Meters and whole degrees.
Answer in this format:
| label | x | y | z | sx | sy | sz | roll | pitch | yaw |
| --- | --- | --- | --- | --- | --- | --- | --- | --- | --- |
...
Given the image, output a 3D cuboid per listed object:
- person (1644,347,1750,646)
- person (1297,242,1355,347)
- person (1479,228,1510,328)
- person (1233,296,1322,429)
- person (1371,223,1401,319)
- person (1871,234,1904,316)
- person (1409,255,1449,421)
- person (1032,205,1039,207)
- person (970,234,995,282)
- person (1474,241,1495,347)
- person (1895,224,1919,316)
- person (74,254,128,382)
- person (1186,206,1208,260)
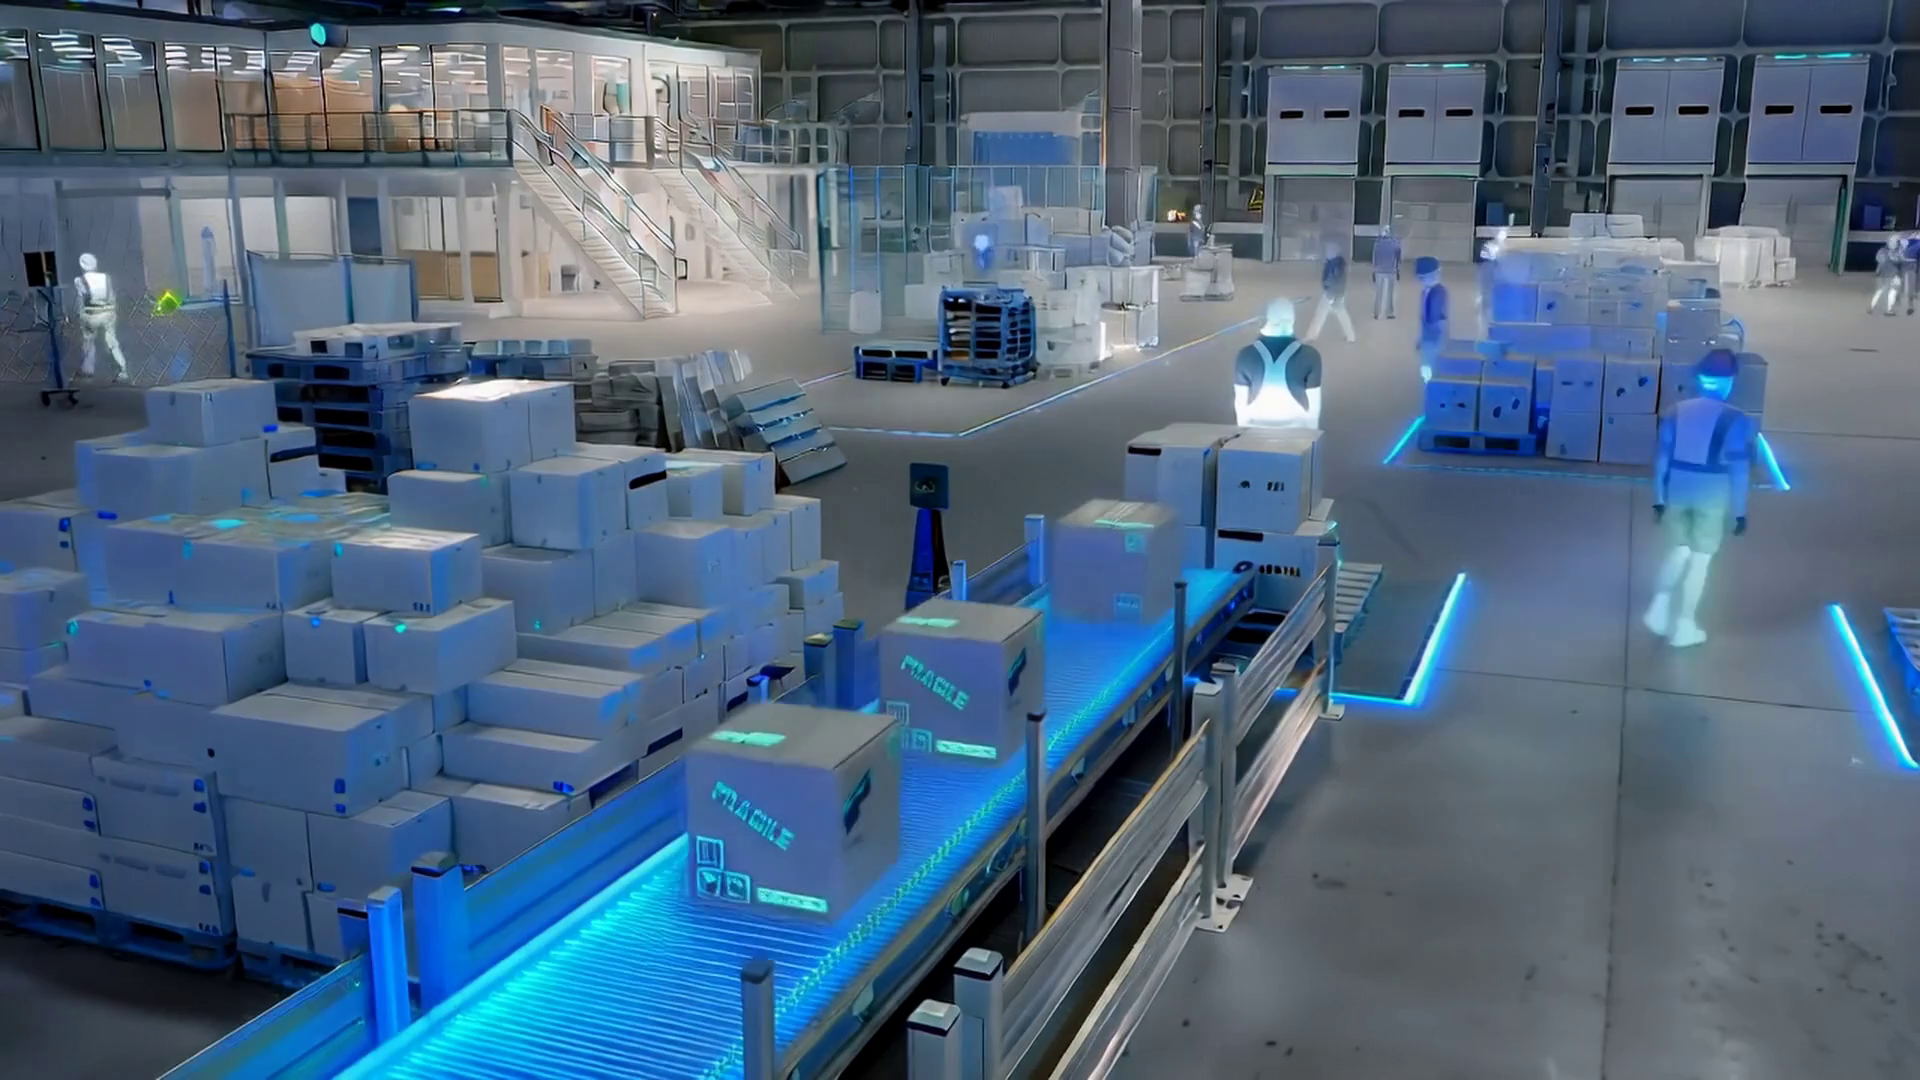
| label | x | y | z | sx | sy | sz | roll | pitch | yaw |
| --- | --- | --- | --- | --- | --- | --- | --- | --- | --- |
| person | 4.680 | -0.261 | 10.525 | 0.476 | 1.916 | 0.557 | -8 | 15 | -33 |
| person | 6.347 | -4.187 | 28.457 | 1.011 | 1.776 | 0.630 | -1 | 13 | -5 |
| person | 10.427 | -5.005 | 31.856 | 0.976 | 1.893 | 0.661 | -2 | 13 | -10 |
| person | 2.516 | -0.909 | 13.160 | 0.683 | 2.000 | 0.537 | 4 | 13 | 19 |
| person | 8.638 | -5.446 | 33.767 | 0.584 | 1.928 | 0.374 | 6 | 14 | 24 |
| person | 19.272 | -5.509 | 34.561 | 0.547 | 1.687 | 0.514 | 0 | 13 | 1 |
| person | 5.697 | -2.406 | 19.970 | 0.635 | 2.011 | 0.615 | -1 | 13 | -3 |
| person | 2.473 | -9.456 | 51.764 | 1.031 | 1.935 | 0.615 | -2 | 13 | -10 |
| person | 0.416 | -4.746 | 30.865 | 0.456 | 1.833 | 0.639 | -6 | 14 | -24 |
| person | 9.049 | -4.196 | 28.393 | 0.647 | 1.825 | 0.557 | -5 | 14 | -22 |
| person | 19.643 | -5.599 | 34.541 | 0.715 | 1.886 | 0.490 | 9 | 15 | 34 |
| person | -12.365 | -3.183 | 23.859 | 1.005 | 1.834 | 0.587 | 9 | 15 | 34 |
| person | 7.251 | -9.162 | 50.473 | 0.629 | 1.902 | 0.956 | -6 | 14 | -26 |
